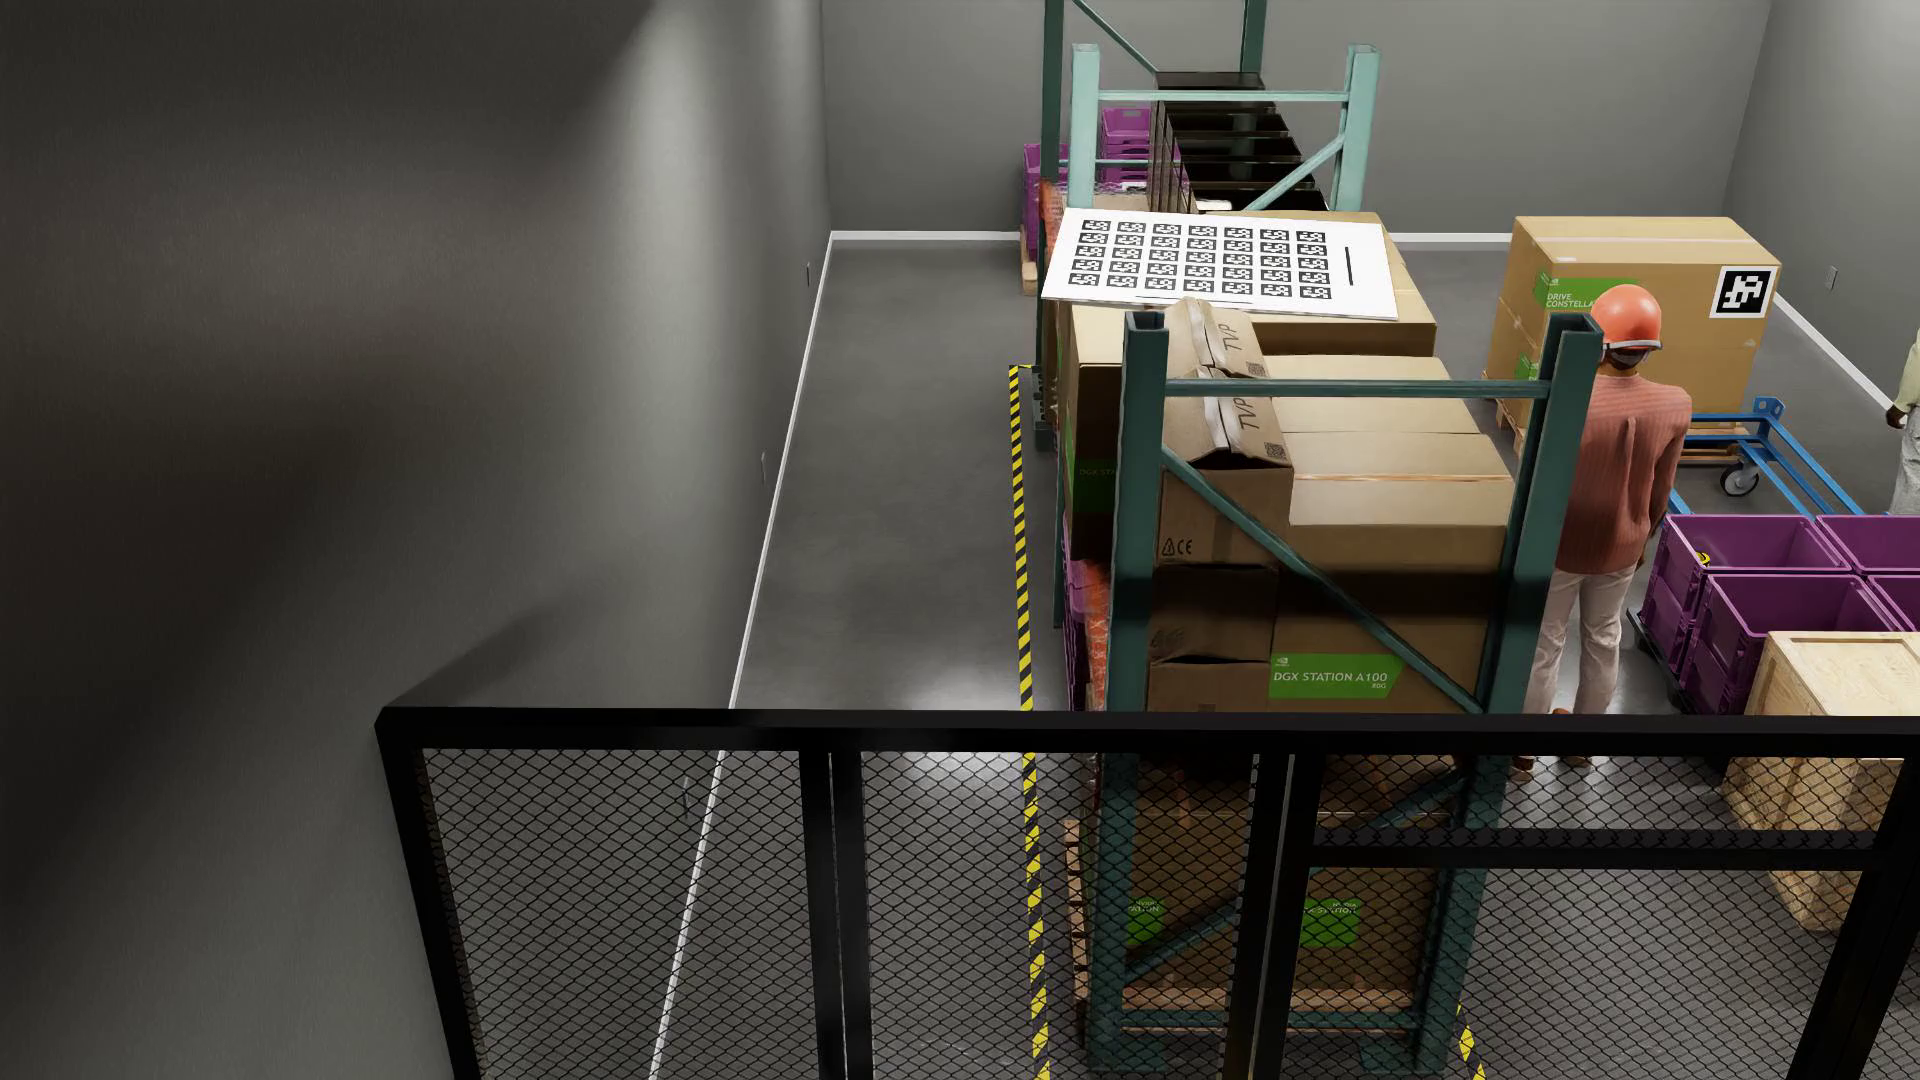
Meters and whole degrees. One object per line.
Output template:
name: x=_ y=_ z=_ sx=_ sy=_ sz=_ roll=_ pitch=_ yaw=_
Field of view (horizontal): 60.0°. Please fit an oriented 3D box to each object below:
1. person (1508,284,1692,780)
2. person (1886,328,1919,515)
person: x=2.295 y=0.005 z=6.152 sx=0.609 sy=1.996 sz=0.383 roll=-6 pitch=32 yaw=-11
person: x=4.447 y=-0.644 z=7.386 sx=0.586 sy=1.833 sz=0.403 roll=2 pitch=31 yaw=3
